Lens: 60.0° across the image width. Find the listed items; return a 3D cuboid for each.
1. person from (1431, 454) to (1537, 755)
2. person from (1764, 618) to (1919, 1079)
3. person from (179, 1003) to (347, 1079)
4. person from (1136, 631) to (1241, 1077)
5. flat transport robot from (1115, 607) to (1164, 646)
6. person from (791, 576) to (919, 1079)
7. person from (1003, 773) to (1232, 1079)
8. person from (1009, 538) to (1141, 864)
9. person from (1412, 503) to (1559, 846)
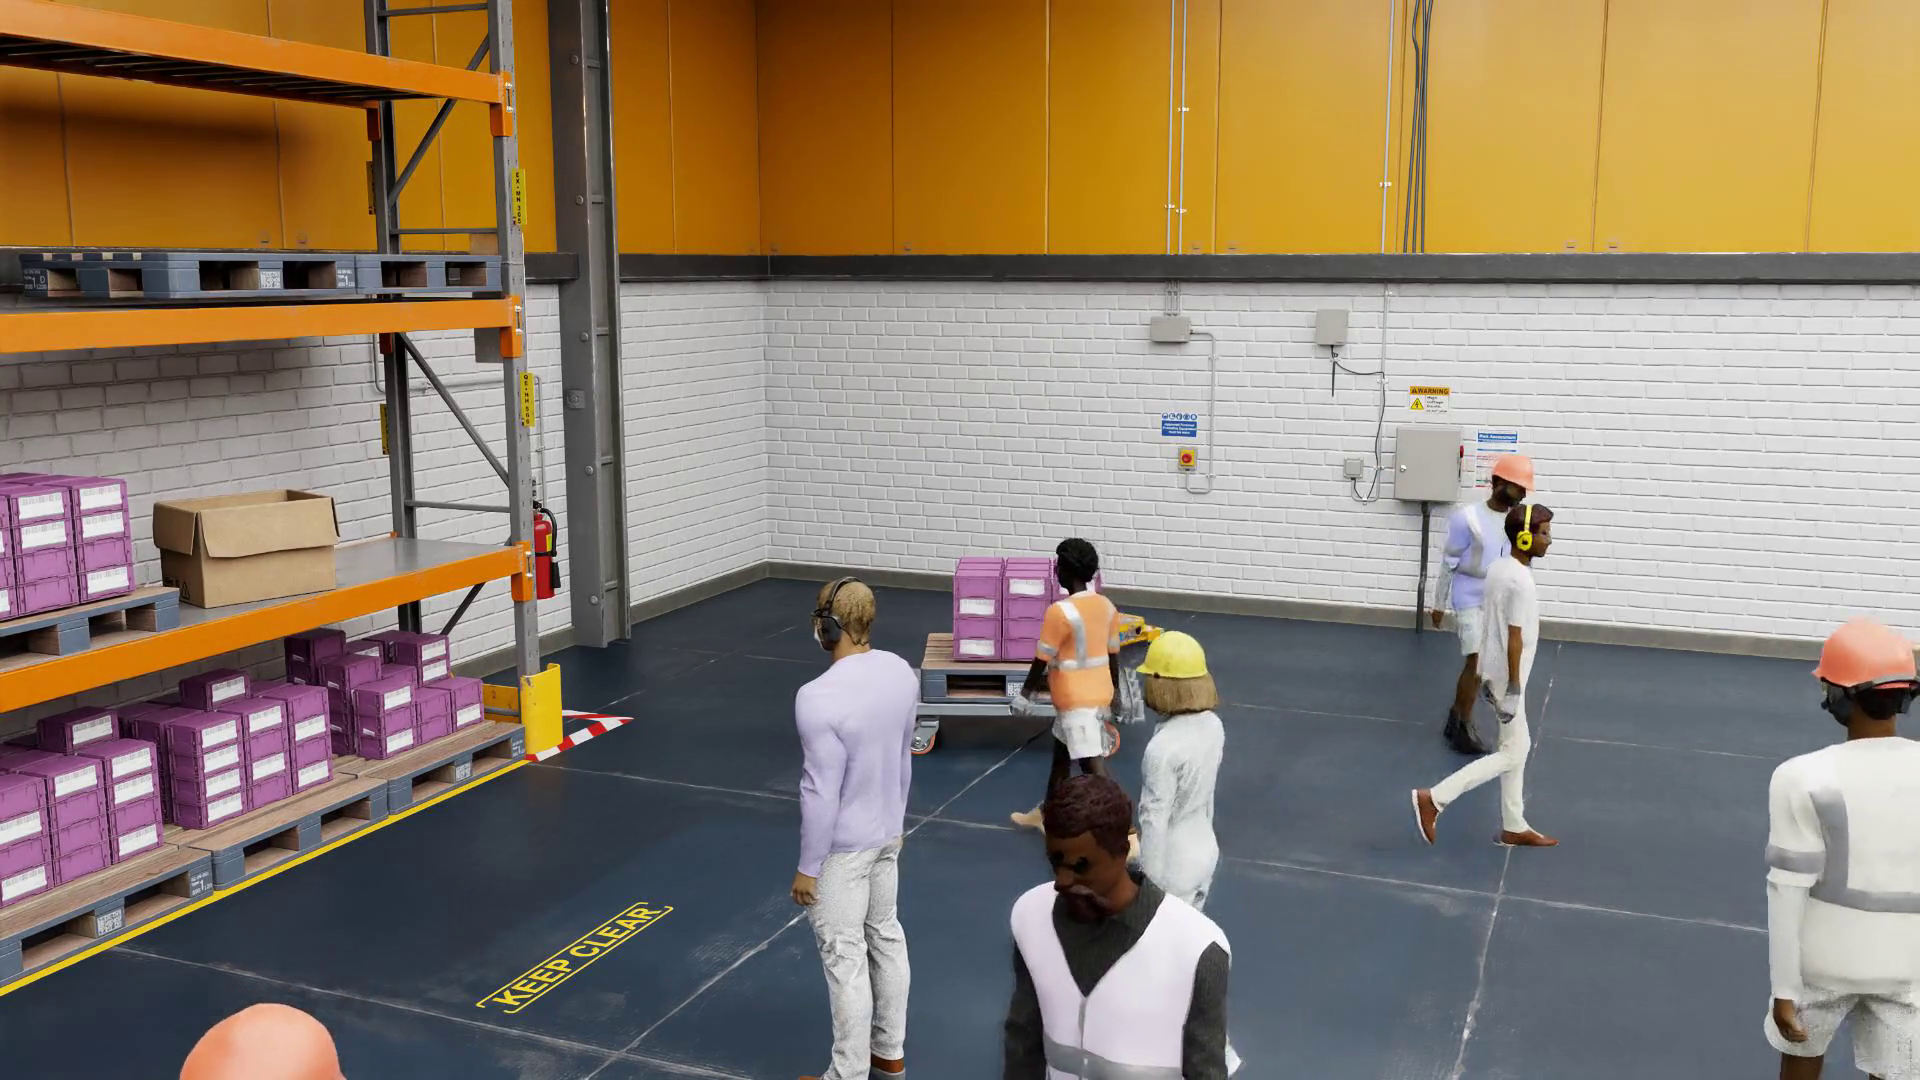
[{"bbox_3d":[3.260,0.394,10.337,0.559,1.887,0.711,-3,10,-19],"label":"person"},{"bbox_3d":[2.659,1.241,4.854,0.612,2.016,0.850,1,9,4],"label":"person"},{"bbox_3d":[-1.069,1.653,2.623,0.586,1.919,0.548,-1,9,-7],"label":"person"},{"bbox_3d":[0.789,1.180,6.063,0.557,1.733,0.501,7,12,36],"label":"person"},{"bbox_3d":[0.919,0.743,13.132,0.652,0.197,1.431,9,13,44],"label":"flat transport robot"},{"bbox_3d":[-0.390,1.087,6.001,0.358,1.938,0.636,6,11,30],"label":"person"},{"bbox_3d":[0.410,1.450,3.933,0.725,1.897,0.512,8,12,40],"label":"person"},{"bbox_3d":[0.626,0.815,8.543,0.898,1.649,0.528,6,11,33],"label":"person"},{"bbox_3d":[2.749,0.717,8.579,0.724,1.840,0.512,0,9,1],"label":"person"}]
